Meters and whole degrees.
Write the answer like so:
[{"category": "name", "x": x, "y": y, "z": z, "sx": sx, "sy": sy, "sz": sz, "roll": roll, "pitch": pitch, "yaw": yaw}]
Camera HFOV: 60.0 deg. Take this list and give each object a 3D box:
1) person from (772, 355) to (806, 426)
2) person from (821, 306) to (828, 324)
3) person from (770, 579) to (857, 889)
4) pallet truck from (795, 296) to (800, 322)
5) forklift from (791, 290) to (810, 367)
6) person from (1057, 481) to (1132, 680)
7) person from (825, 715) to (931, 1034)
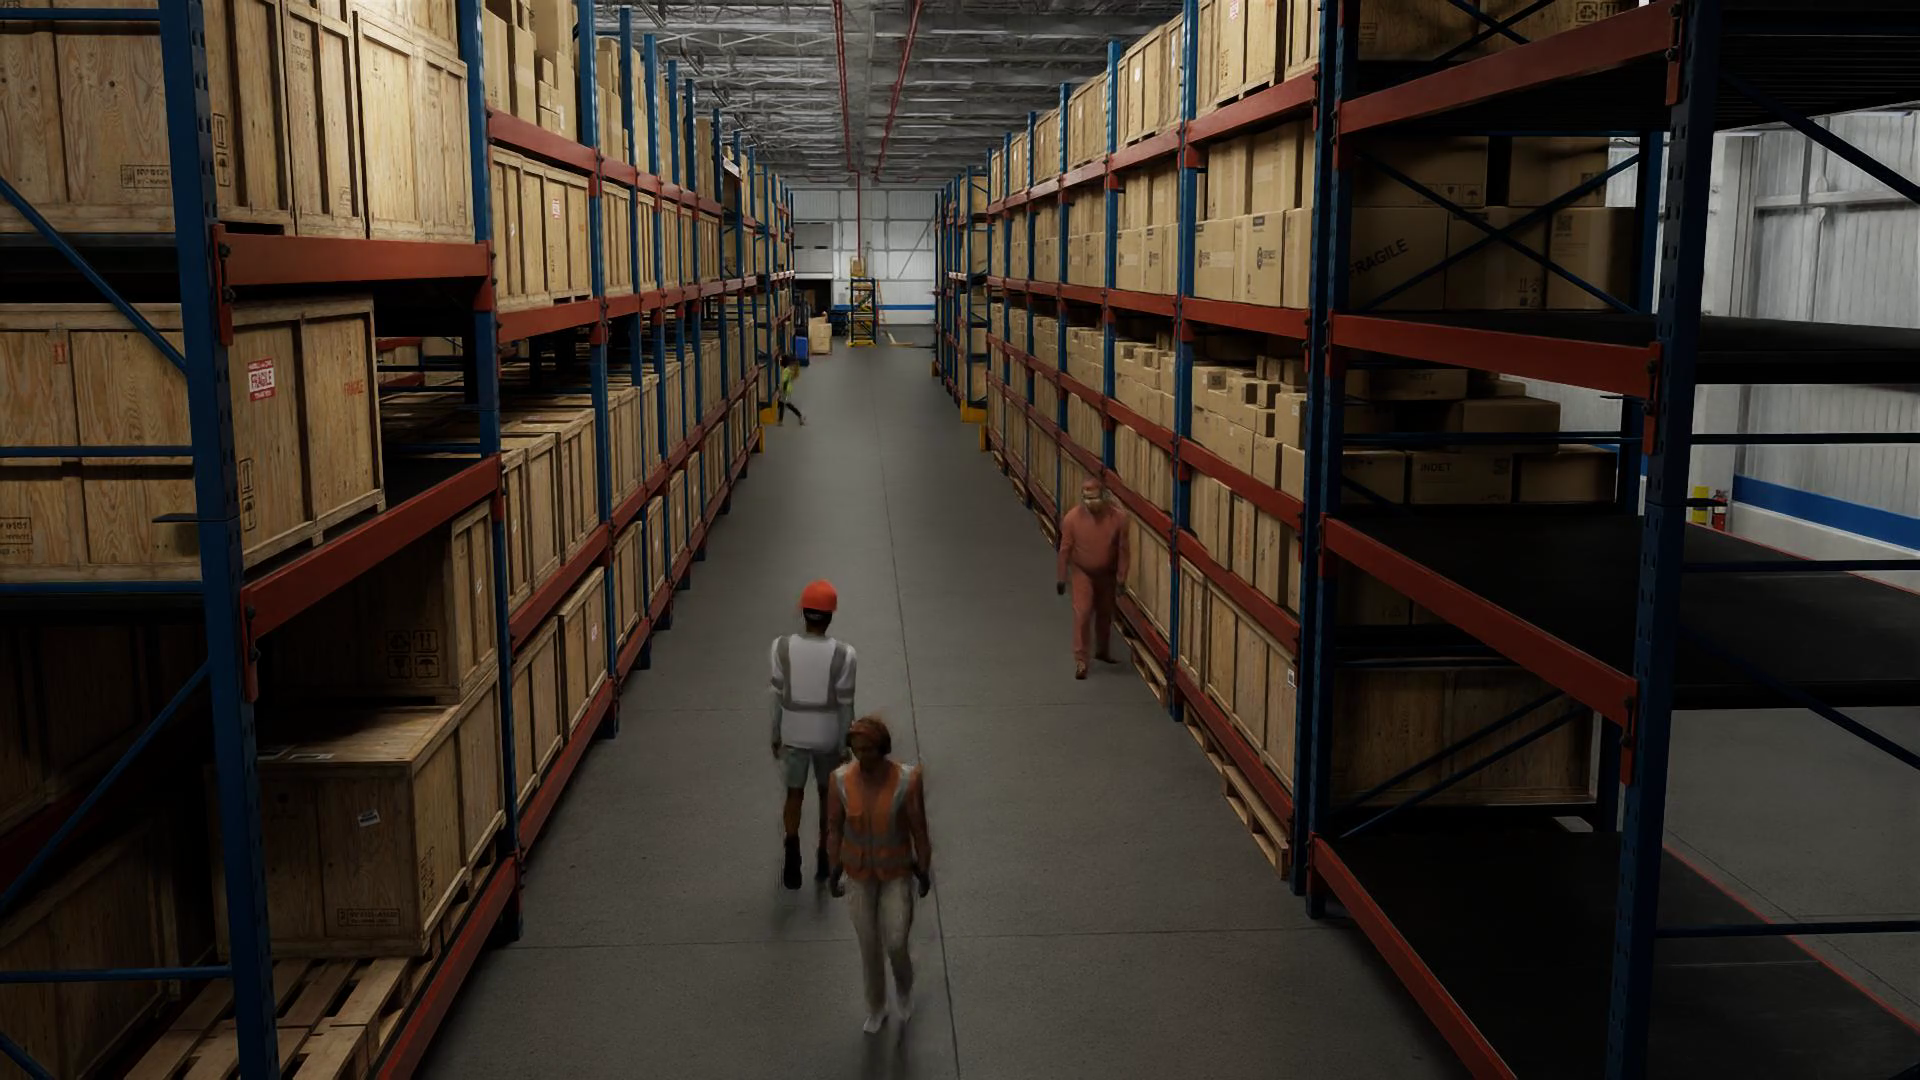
[{"category": "person", "x": -4.002, "y": -3.481, "z": 38.871, "sx": 0.727, "sy": 1.674, "sz": 0.538, "roll": -1, "pitch": 10, "yaw": -7}, {"category": "person", "x": -6.608, "y": -10.580, "z": 81.221, "sx": 0.321, "sy": 1.690, "sz": 0.532, "roll": -5, "pitch": 11, "yaw": -25}, {"category": "person", "x": -0.907, "y": 1.203, "z": 10.156, "sx": 0.560, "sy": 1.916, "sz": 0.691, "roll": 1, "pitch": 10, "yaw": 3}, {"category": "pallet truck", "x": -8.622, "y": -12.439, "z": 91.403, "sx": 1.885, "sy": 1.965, "sz": 0.823, "roll": 2, "pitch": 10, "yaw": 13}, {"category": "forklift", "x": -6.113, "y": -7.776, "z": 60.918, "sx": 1.129, "sy": 2.768, "sz": 1.873, "roll": -1, "pitch": 10, "yaw": -3}, {"category": "person", "x": 1.256, "y": 0.336, "z": 15.643, "sx": 0.672, "sy": 1.834, "sz": 0.905, "roll": -1, "pitch": 10, "yaw": -5}, {"category": "person", "x": -0.416, "y": 1.662, "z": 8.267, "sx": 0.530, "sy": 1.622, "sz": 0.372, "roll": 2, "pitch": 10, "yaw": 14}]
